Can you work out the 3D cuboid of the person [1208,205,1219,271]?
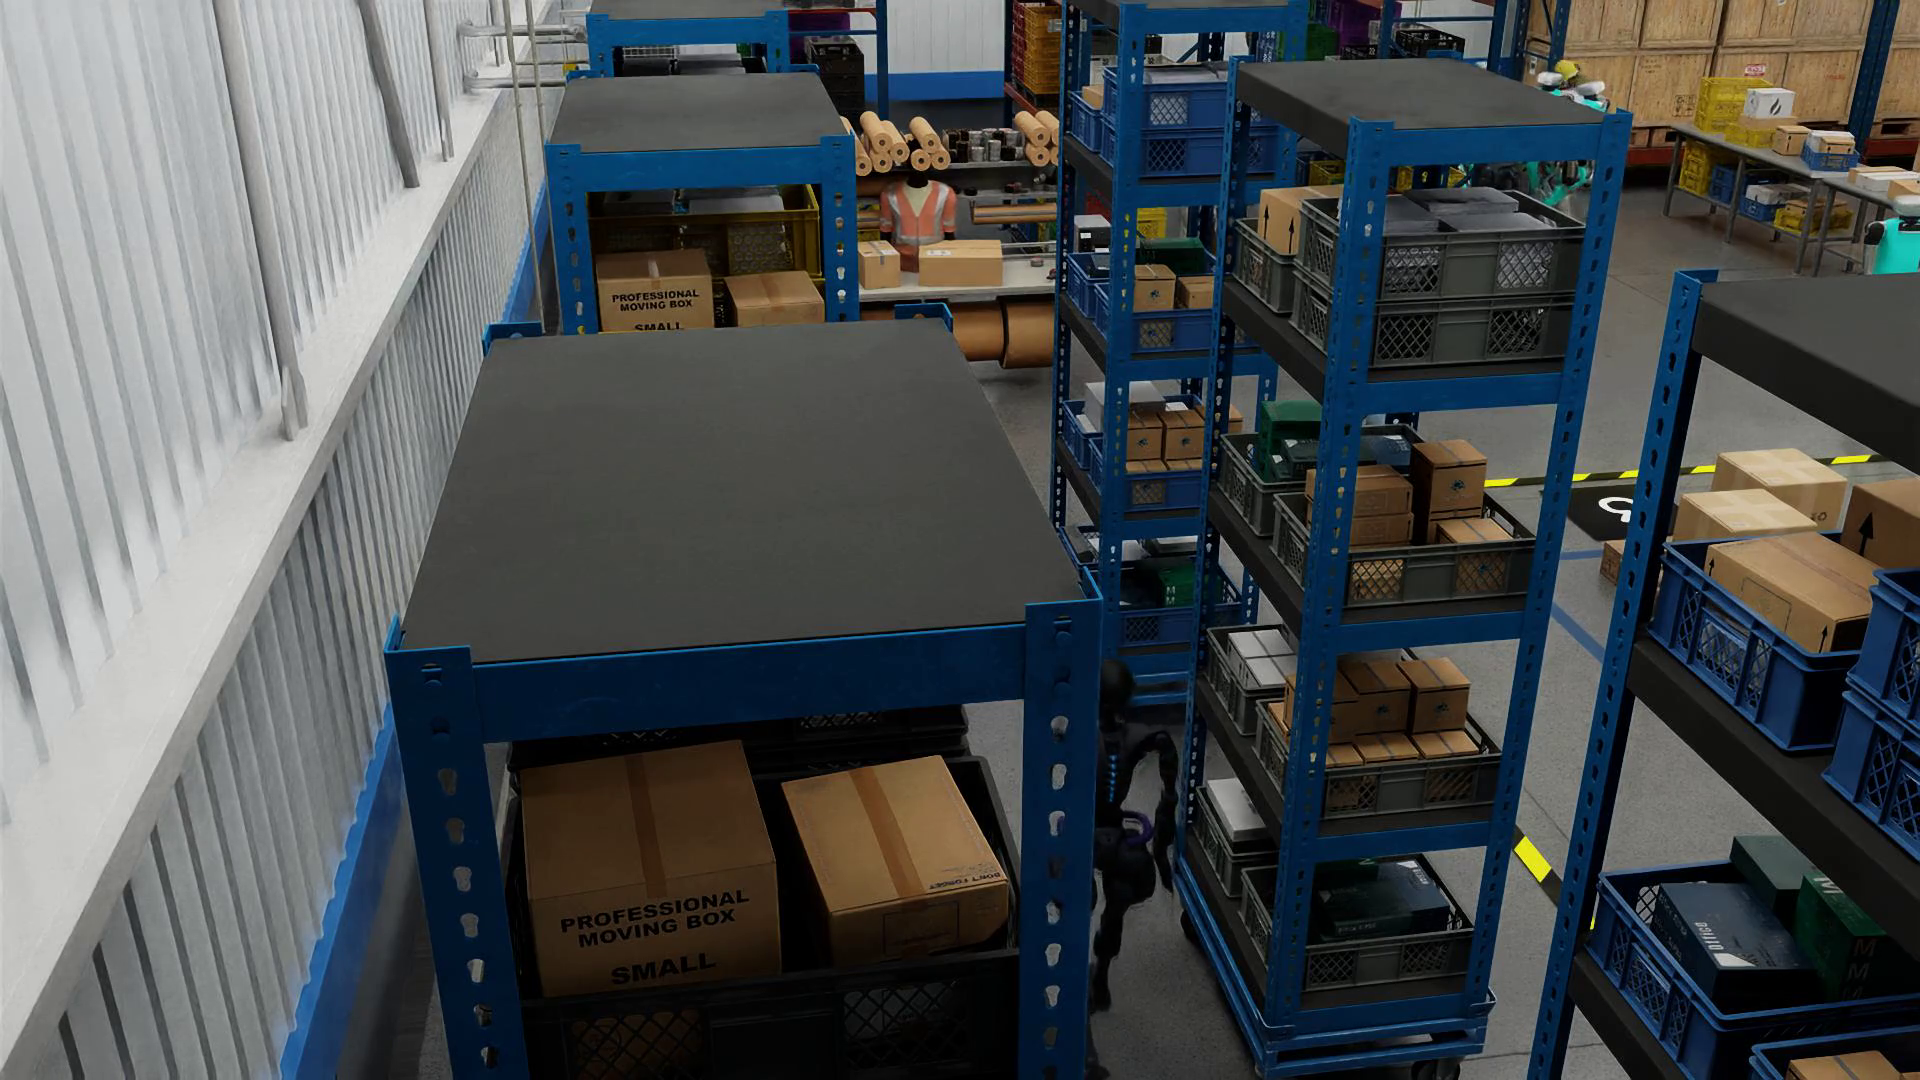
[{"bbox_3d":[2.420,-3.522,15.936,0.609,1.964,1.038,0,25,0],"label":"person"}]

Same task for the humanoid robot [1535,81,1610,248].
[{"bbox_3d":[5.945,-3.661,16.432,0.677,1.757,0.544,22,33,39],"label":"humanoid robot"}]

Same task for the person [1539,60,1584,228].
[{"bbox_3d":[6.251,-4.082,17.355,0.616,1.786,0.726,-8,26,-17],"label":"person"}]

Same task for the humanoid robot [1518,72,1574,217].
[{"bbox_3d":[6.064,-3.902,17.124,0.540,1.843,0.817,21,32,38],"label":"humanoid robot"}]

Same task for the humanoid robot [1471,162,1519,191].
[{"bbox_3d":[4.697,-2.792,14.685,0.430,1.636,0.590,-14,28,-27],"label":"humanoid robot"}]

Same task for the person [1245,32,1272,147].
[{"bbox_3d":[3.385,-5.010,19.253,0.354,1.887,0.573,17,30,32],"label":"person"}]

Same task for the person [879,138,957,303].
[{"bbox_3d":[-0.327,-2.148,12.949,0.602,1.957,0.365,0,25,0],"label":"person"}]

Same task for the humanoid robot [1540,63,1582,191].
[{"bbox_3d":[6.538,-4.312,17.985,0.331,1.645,0.588,20,32,37],"label":"humanoid robot"}]

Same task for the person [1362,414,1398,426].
[{"bbox_3d":[1.955,0.196,7.978,0.596,1.849,0.384,-3,25,-6],"label":"person"}]

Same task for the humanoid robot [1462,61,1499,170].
[{"bbox_3d":[5.464,-4.005,17.249,0.543,1.791,0.736,-6,25,-13],"label":"humanoid robot"}]

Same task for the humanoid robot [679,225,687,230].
[{"bbox_3d":[-2.063,-1.332,11.419,0.546,1.743,0.827,6,25,13],"label":"humanoid robot"}]

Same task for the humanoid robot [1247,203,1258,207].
[{"bbox_3d":[2.983,-4.393,18.214,0.777,1.627,0.606,-5,25,-10],"label":"humanoid robot"}]

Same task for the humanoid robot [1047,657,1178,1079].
[{"bbox_3d":[0.521,1.191,6.098,0.585,1.653,0.764,-2,25,-5],"label":"humanoid robot"}]

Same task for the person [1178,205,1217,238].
[{"bbox_3d":[2.254,-3.389,15.785,0.429,1.844,0.624,-22,33,-40],"label":"person"}]

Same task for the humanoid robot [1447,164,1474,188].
[{"bbox_3d":[5.084,-3.608,16.523,0.538,1.860,0.837,-5,25,-11],"label":"humanoid robot"}]

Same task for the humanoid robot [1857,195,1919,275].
[{"bbox_3d":[6.648,-1.542,11.735,0.533,1.676,0.735,1,25,2],"label":"humanoid robot"}]

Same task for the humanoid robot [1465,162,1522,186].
[{"bbox_3d":[5.446,-3.849,16.984,0.600,1.651,0.328,-6,25,-12],"label":"humanoid robot"}]
